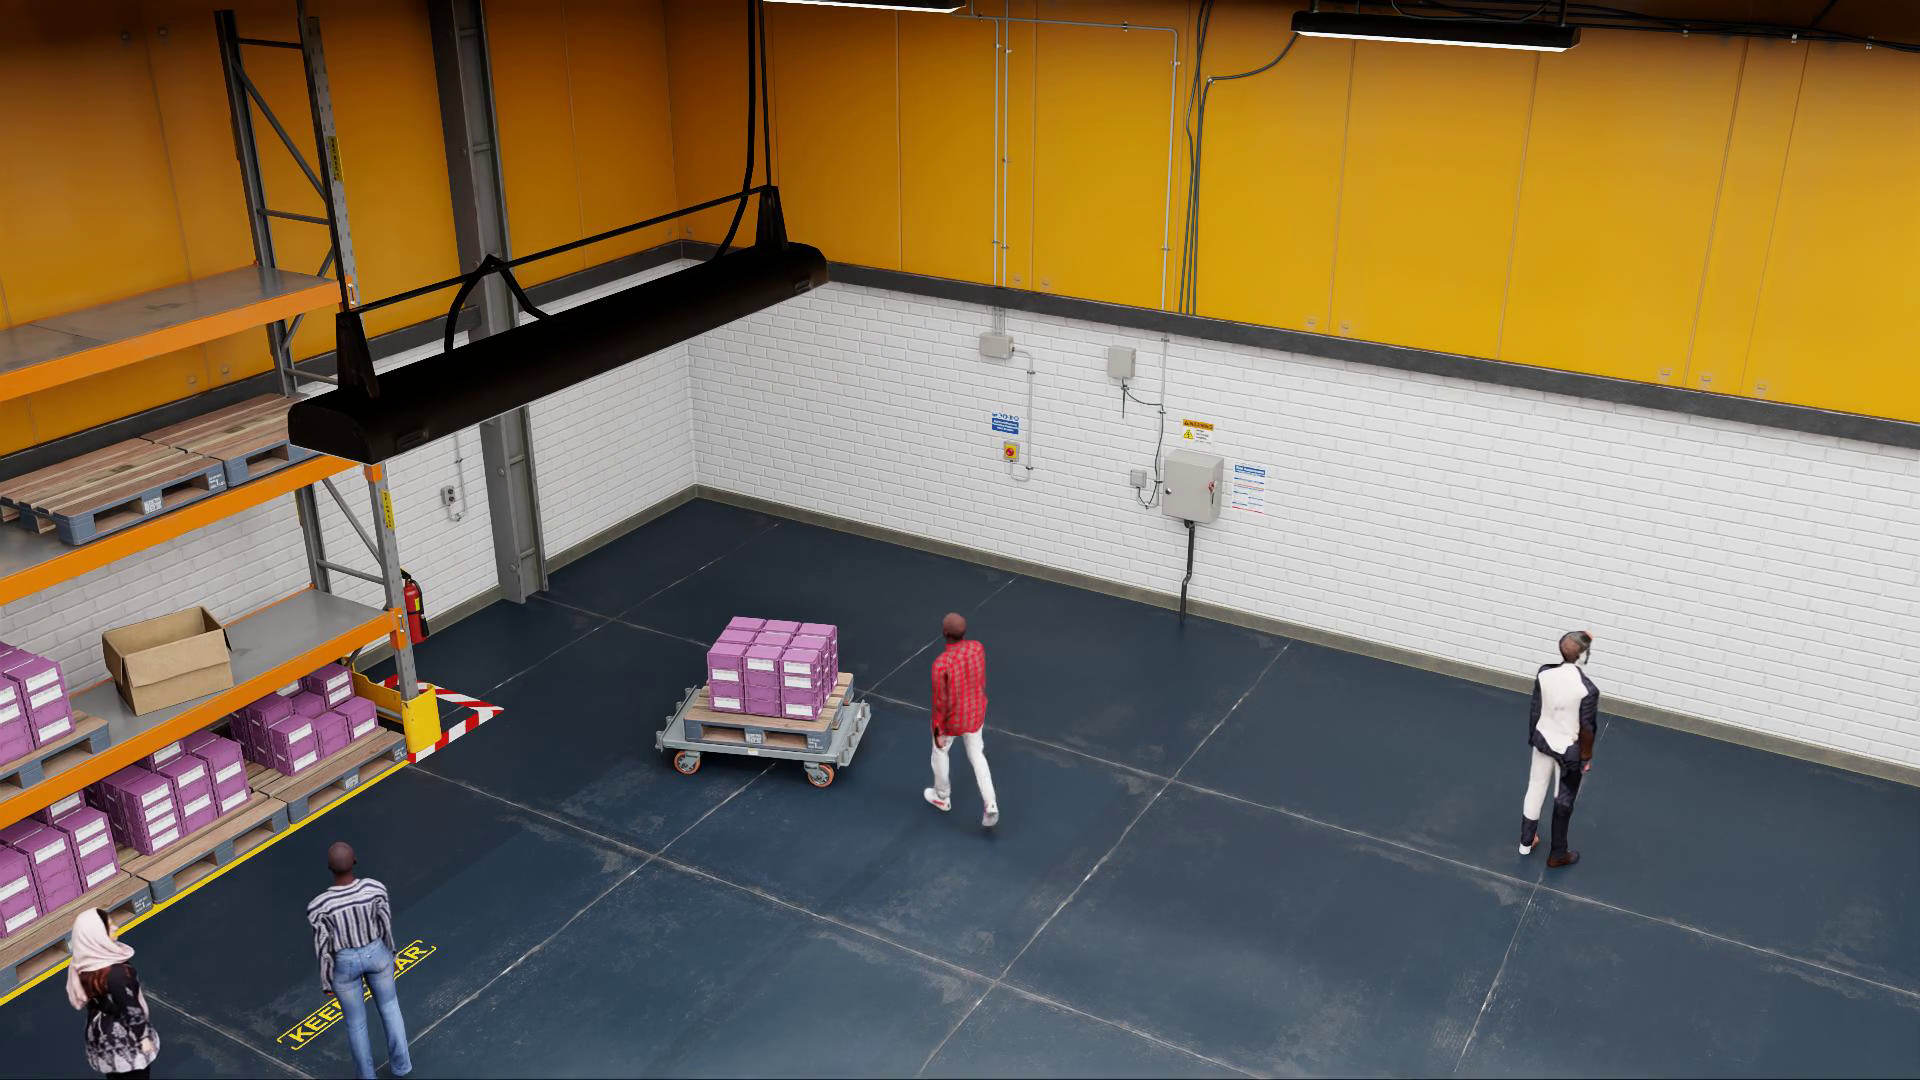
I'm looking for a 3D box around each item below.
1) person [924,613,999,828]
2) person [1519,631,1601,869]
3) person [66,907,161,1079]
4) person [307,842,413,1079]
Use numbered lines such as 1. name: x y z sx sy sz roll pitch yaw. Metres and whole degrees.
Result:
1. person: 0.043 1.391 12.889 1.133 1.798 1.092 -13 27 -27
2. person: 4.473 1.545 12.420 0.727 1.892 0.755 -17 29 -34
3. person: -4.927 2.862 9.726 0.611 1.635 0.588 13 27 28
4. person: -3.638 2.606 10.114 0.609 1.796 0.753 -16 28 -32
